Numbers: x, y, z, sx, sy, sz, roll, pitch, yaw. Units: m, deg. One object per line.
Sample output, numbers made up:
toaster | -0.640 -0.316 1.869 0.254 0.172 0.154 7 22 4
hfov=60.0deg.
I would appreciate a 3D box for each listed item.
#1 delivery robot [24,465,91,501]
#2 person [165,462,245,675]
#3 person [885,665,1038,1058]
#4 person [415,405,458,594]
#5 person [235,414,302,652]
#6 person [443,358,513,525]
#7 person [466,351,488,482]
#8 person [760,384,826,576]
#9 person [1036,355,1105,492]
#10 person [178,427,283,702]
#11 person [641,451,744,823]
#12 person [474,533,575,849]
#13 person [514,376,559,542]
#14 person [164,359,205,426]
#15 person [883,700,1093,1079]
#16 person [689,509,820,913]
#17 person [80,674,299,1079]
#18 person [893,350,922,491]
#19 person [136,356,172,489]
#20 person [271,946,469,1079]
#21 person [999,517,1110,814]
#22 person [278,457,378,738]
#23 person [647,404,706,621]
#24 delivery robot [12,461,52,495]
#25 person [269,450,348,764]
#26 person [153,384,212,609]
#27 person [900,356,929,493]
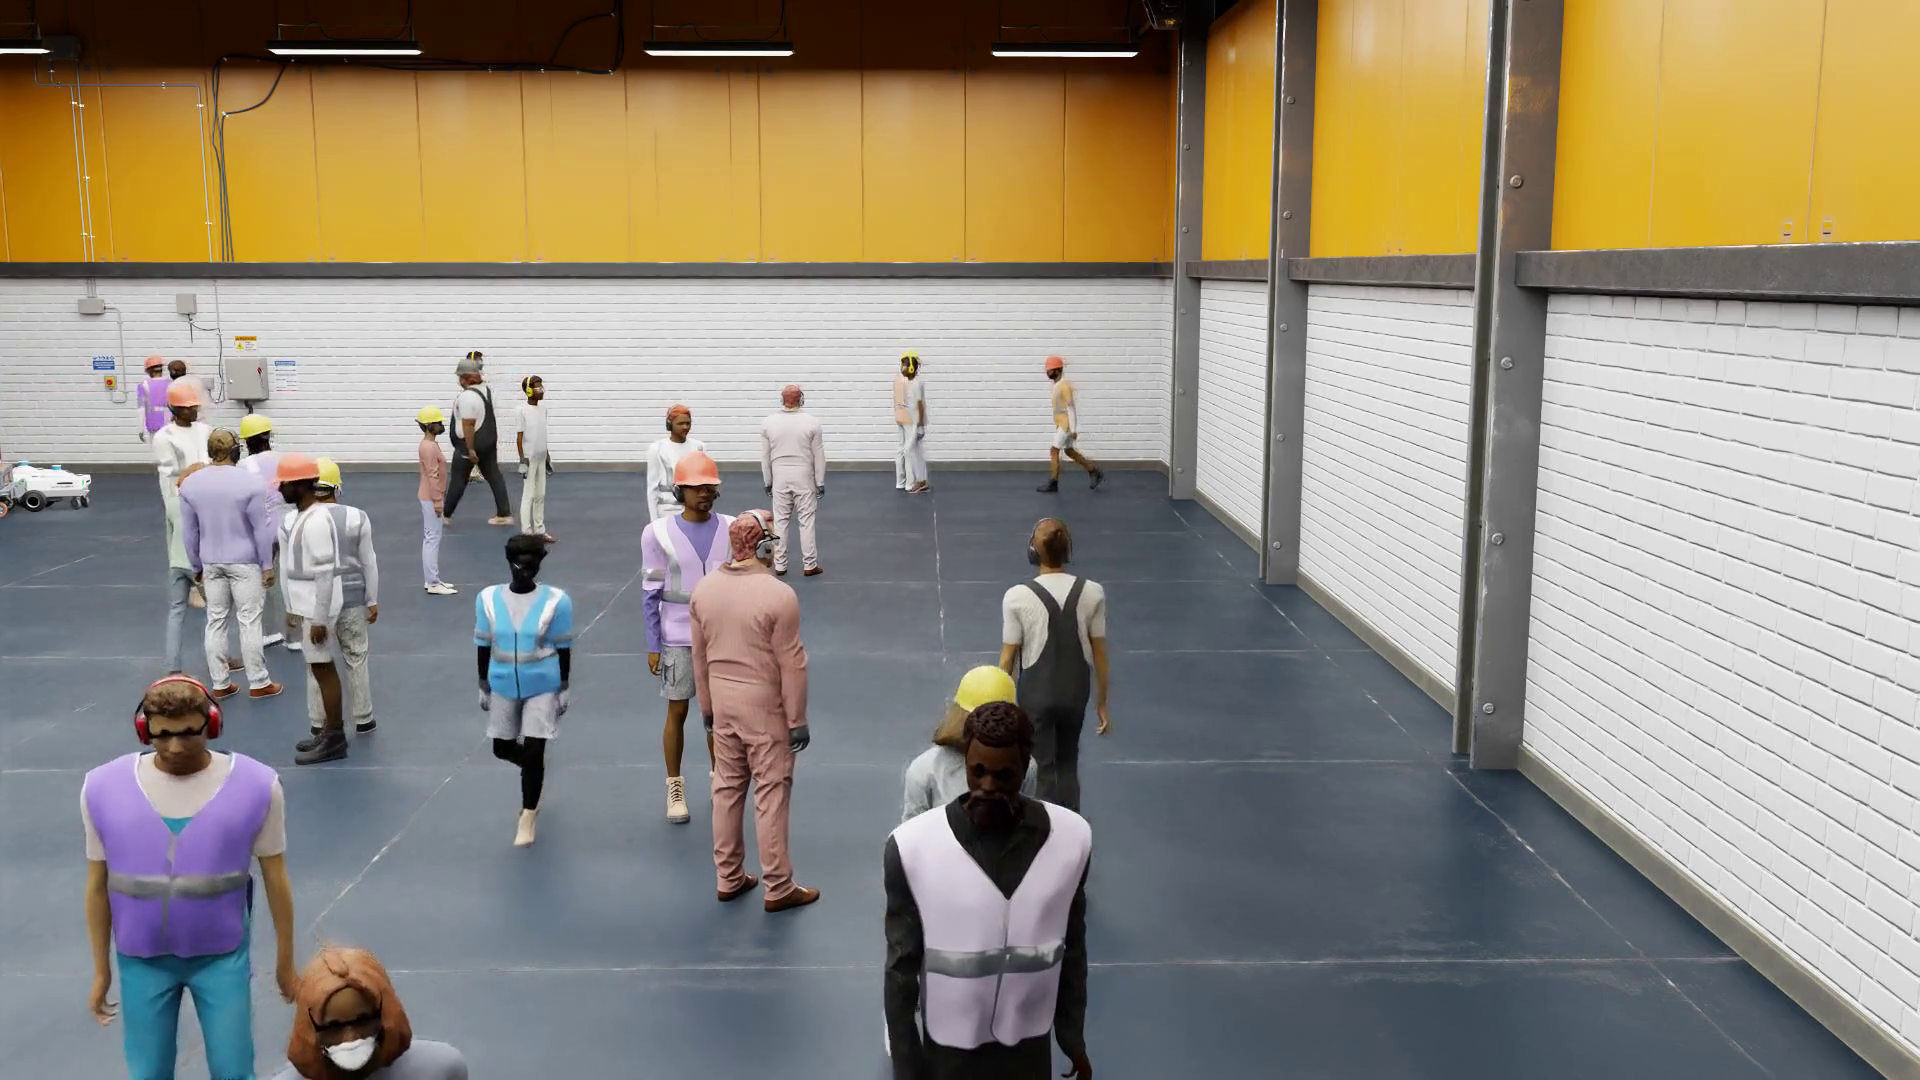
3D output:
delivery robot | -11.382 -0.702 20.987 0.707 0.478 0.477 -2 9 -13
person | -5.684 0.229 12.374 0.507 1.597 0.562 3 10 19
person | -0.006 1.232 5.928 0.502 1.711 0.755 -3 10 -17
person | -4.912 -0.376 15.561 0.303 1.772 0.525 -4 10 -21
person | -5.429 -0.052 13.190 0.544 1.889 0.615 8 13 42
person | -5.787 -1.179 19.655 1.028 2.000 0.692 3 10 18
person | -6.895 -1.757 23.719 0.327 1.873 0.520 -2 9 -12
person | -1.632 -0.589 16.446 0.648 1.907 0.409 1 9 9
person | 1.524 -1.575 22.581 0.899 1.889 0.559 -1 9 -7
person | -5.107 0.176 11.654 0.627 1.940 0.375 1 9 5
person | -1.436 0.527 9.171 0.610 2.048 0.366 -5 10 -26
person | -2.296 0.759 8.893 0.530 1.674 0.599 0 9 2
person | -4.663 -0.870 18.283 0.328 1.871 0.513 4 10 23
person | -10.421 -1.510 22.365 0.430 1.822 0.692 2 9 12
person | 0.077 1.354 4.505 0.590 1.916 0.398 -3 10 -19
person | -0.965 0.803 7.909 0.639 1.910 0.402 6 11 34
person | -2.365 1.291 5.165 0.591 1.824 0.449 -3 10 -17
person | -0.692 -1.627 22.745 0.366 1.926 0.592 -6 11 -31
person | -10.780 -1.541 22.431 0.557 1.865 0.992 -4 10 -26
person | -1.247 1.658 3.547 0.538 1.620 0.449 -5 11 -30
person | 0.445 0.796 8.179 0.544 1.829 0.444 -2 10 -14
person | -4.054 0.380 10.724 0.588 1.835 0.403 -3 10 -16
person | -2.414 -0.227 14.290 0.584 1.883 0.337 -8 12 -42
delivery robot | -12.072 -0.777 21.448 0.477 0.478 0.707 4 10 21
person | -4.002 0.409 10.246 0.376 1.933 0.552 -4 10 -25
person | -6.847 -0.381 14.806 0.453 2.024 0.629 3 10 20
person | -0.611 -1.549 22.463 0.487 1.858 0.581 -2 10 -13
